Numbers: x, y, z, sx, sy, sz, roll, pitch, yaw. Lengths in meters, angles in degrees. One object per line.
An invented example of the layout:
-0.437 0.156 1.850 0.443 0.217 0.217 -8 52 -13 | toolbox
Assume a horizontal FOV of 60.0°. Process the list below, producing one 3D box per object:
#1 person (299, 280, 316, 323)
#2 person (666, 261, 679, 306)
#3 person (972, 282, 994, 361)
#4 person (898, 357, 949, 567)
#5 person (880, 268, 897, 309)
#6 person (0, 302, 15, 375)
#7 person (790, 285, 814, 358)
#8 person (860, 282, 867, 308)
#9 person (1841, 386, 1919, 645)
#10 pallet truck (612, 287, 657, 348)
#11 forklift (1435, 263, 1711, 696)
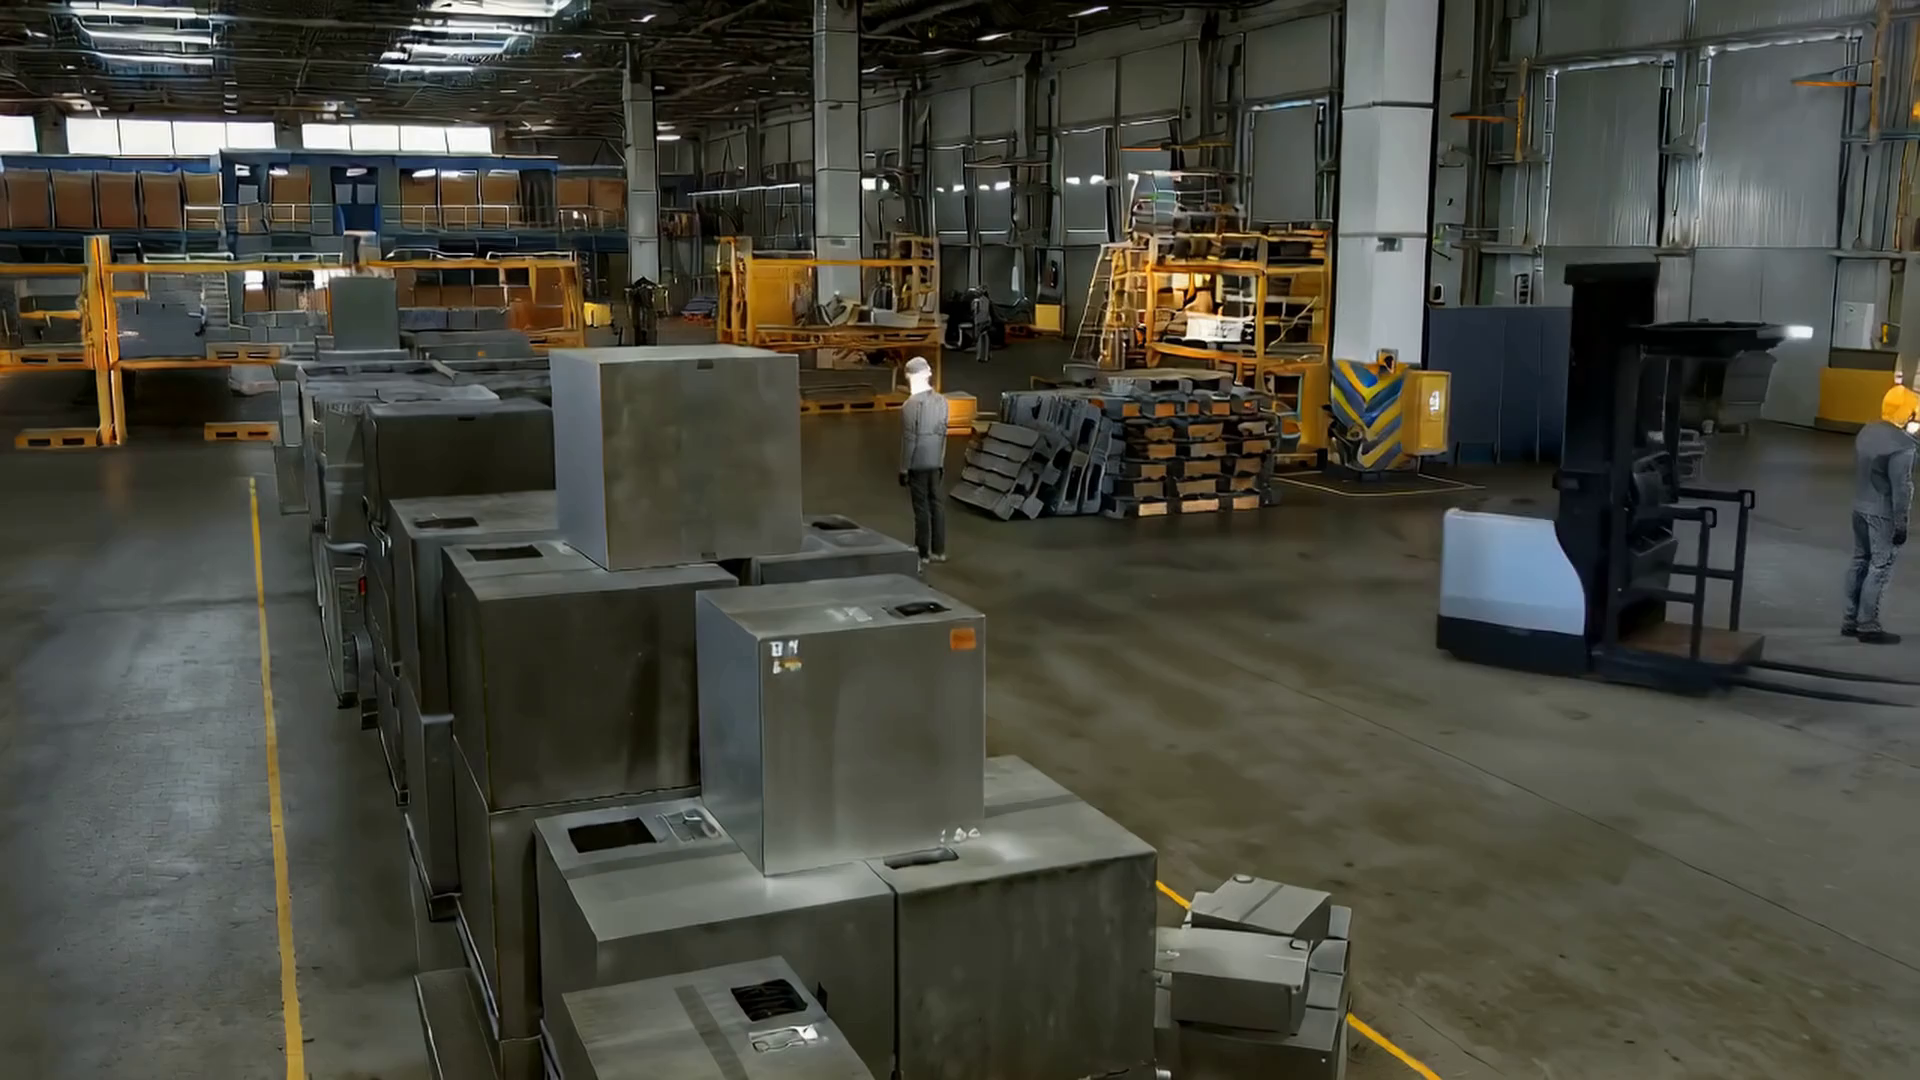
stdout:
-17.048 -5.835 43.482 0.624 1.933 0.369 10 14 43 | person
-12.846 -11.447 74.248 0.612 1.986 0.407 -1 10 -4 | person
0.557 -5.367 40.867 0.544 1.939 0.354 -3 11 -16 | person
-0.346 -0.712 15.261 0.382 1.920 0.585 8 13 38 | person
-2.553 -8.714 59.291 0.615 1.942 0.408 -2 10 -9 | person
-21.237 -4.589 36.628 0.593 1.920 0.391 0 10 -1 | person
-3.995 -5.519 42.045 0.617 1.812 0.735 1 10 8 | person
-3.284 -7.688 53.712 0.595 1.914 0.576 0 10 -2 | person
6.830 -0.179 12.319 0.386 1.927 0.636 0 10 0 | person
-6.464 -4.406 35.401 0.823 1.965 1.885 6 12 32 | pallet truck
4.444 -0.521 11.556 1.873 2.768 1.129 8 13 37 | forklift
